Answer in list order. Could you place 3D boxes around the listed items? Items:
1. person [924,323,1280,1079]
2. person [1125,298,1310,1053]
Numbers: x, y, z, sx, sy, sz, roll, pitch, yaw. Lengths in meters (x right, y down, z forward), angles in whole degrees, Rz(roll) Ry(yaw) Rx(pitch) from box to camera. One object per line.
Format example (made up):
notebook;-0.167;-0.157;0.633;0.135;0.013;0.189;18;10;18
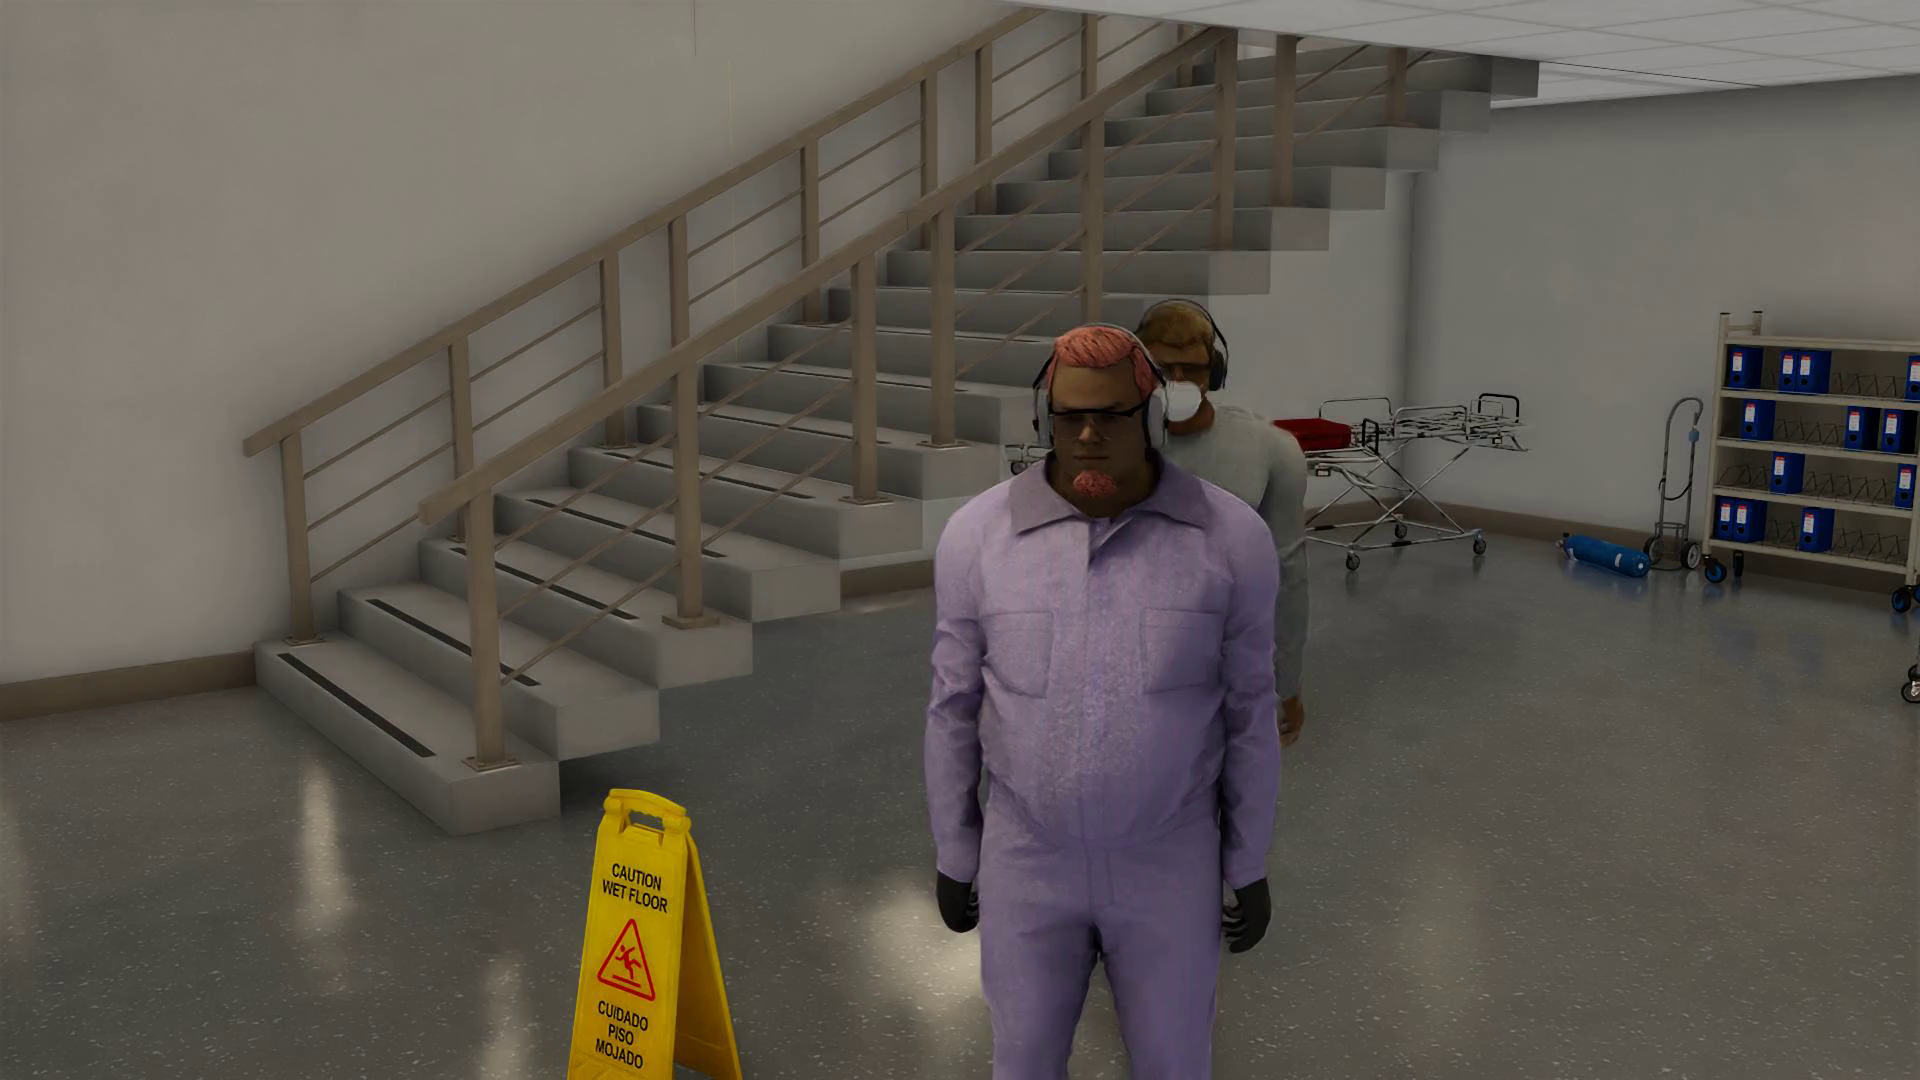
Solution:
person;0.250;0.562;3.025;0.646;1.900;0.403;1;10;7
person;0.550;0.340;4.260;0.664;1.916;0.578;0;10;3
